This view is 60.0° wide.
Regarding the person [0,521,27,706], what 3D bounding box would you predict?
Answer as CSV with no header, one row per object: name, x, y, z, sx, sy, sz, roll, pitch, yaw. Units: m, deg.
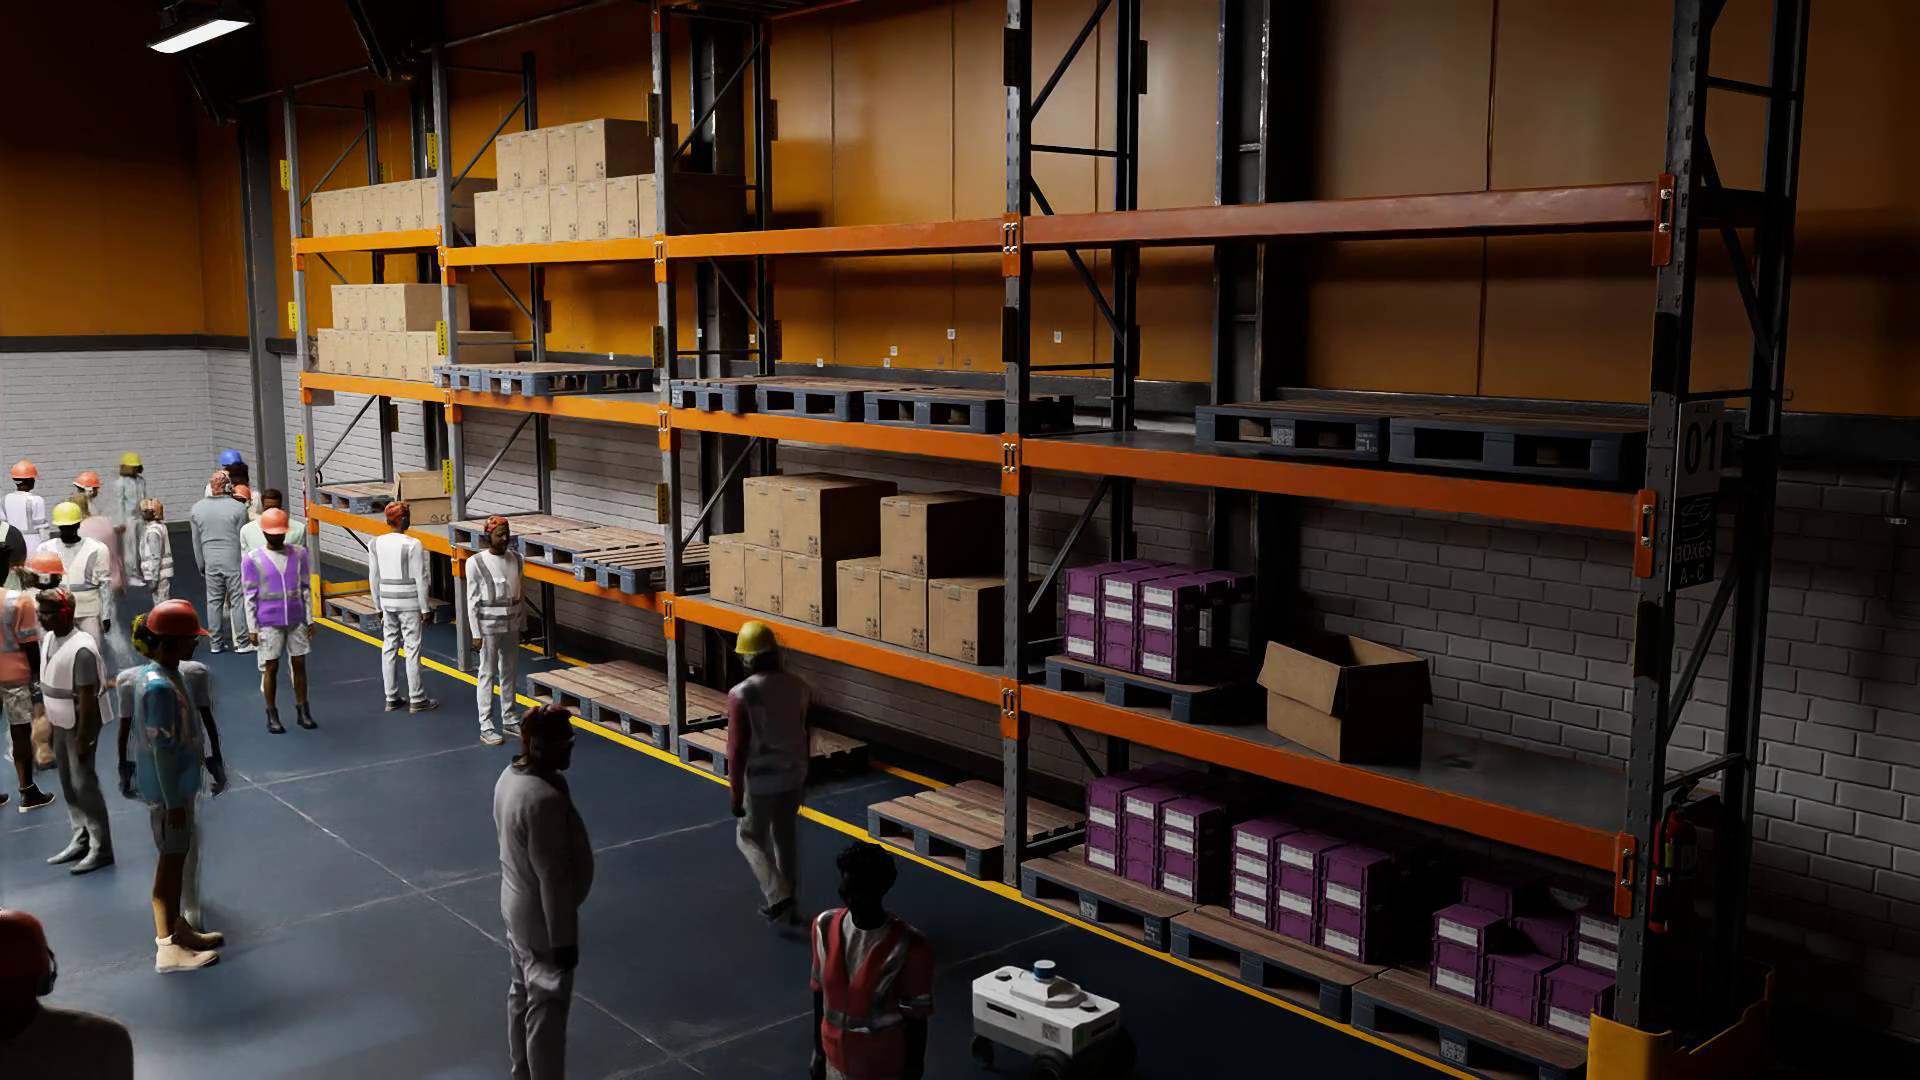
person,-8.646,0.521,14.727,0.535,2.000,0.680,4,9,27

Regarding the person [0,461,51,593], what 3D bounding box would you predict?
person,-9.999,0.119,17.876,0.542,1.938,0.357,1,8,10

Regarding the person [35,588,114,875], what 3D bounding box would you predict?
person,-5.675,1.202,10.690,0.567,1.840,0.387,7,11,41

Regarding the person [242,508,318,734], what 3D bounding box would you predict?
person,-5.732,0.676,14.052,0.553,1.924,0.391,-7,11,-40

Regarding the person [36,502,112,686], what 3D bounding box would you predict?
person,-7.699,0.618,14.482,0.588,1.920,0.388,-1,8,-10

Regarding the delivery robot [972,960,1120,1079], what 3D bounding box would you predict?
delivery robot,0.394,2.212,7.782,0.707,0.478,0.477,8,11,42

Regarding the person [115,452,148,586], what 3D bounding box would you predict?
person,-10.530,-0.263,21.231,0.373,1.727,0.501,2,9,16

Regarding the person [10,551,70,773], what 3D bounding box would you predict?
person,-7.054,0.951,12.806,0.441,1.732,0.565,-6,10,-36

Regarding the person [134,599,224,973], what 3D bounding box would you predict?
person,-4.283,1.333,9.117,0.404,2.035,0.606,-3,9,-22

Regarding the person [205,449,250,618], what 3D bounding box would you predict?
person,-8.407,-0.079,19.224,0.408,1.942,0.616,4,9,23

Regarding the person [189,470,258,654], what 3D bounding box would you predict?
person,-7.569,0.235,17.177,0.638,1.909,0.408,1,8,6

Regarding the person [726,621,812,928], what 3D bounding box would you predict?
person,-1.104,1.367,9.639,0.635,1.810,0.483,-8,11,-44

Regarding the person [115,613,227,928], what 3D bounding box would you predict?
person,-4.655,1.337,9.809,0.540,1.822,0.875,-7,11,-39

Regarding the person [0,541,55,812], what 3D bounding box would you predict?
person,-6.825,0.974,11.847,0.607,1.962,0.367,0,8,0

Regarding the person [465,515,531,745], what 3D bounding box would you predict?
person,-3.811,0.736,13.777,0.355,1.882,0.576,6,10,34

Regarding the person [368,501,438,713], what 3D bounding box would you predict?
person,-4.949,0.595,14.756,0.574,1.883,0.355,3,9,18

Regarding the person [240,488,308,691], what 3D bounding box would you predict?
person,-6.413,0.458,15.614,0.589,1.912,0.393,-3,9,-23

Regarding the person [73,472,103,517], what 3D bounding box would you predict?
person,-9.735,0.109,18.631,0.557,1.744,0.347,6,10,36

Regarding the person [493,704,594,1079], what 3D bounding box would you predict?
person,-1.807,1.656,7.318,0.400,1.905,0.643,-4,9,-28

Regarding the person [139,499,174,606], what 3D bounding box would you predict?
person,-8.218,0.387,17.036,0.313,1.642,0.513,-3,9,-19

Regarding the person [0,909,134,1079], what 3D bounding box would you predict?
person,-2.639,1.991,4.714,0.617,1.984,0.408,-3,9,-21

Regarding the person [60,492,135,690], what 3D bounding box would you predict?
person,-8.118,0.495,15.453,0.882,1.882,0.673,-1,8,-7

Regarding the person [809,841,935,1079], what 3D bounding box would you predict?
person,-0.332,1.928,6.172,0.530,1.689,0.321,5,10,32
